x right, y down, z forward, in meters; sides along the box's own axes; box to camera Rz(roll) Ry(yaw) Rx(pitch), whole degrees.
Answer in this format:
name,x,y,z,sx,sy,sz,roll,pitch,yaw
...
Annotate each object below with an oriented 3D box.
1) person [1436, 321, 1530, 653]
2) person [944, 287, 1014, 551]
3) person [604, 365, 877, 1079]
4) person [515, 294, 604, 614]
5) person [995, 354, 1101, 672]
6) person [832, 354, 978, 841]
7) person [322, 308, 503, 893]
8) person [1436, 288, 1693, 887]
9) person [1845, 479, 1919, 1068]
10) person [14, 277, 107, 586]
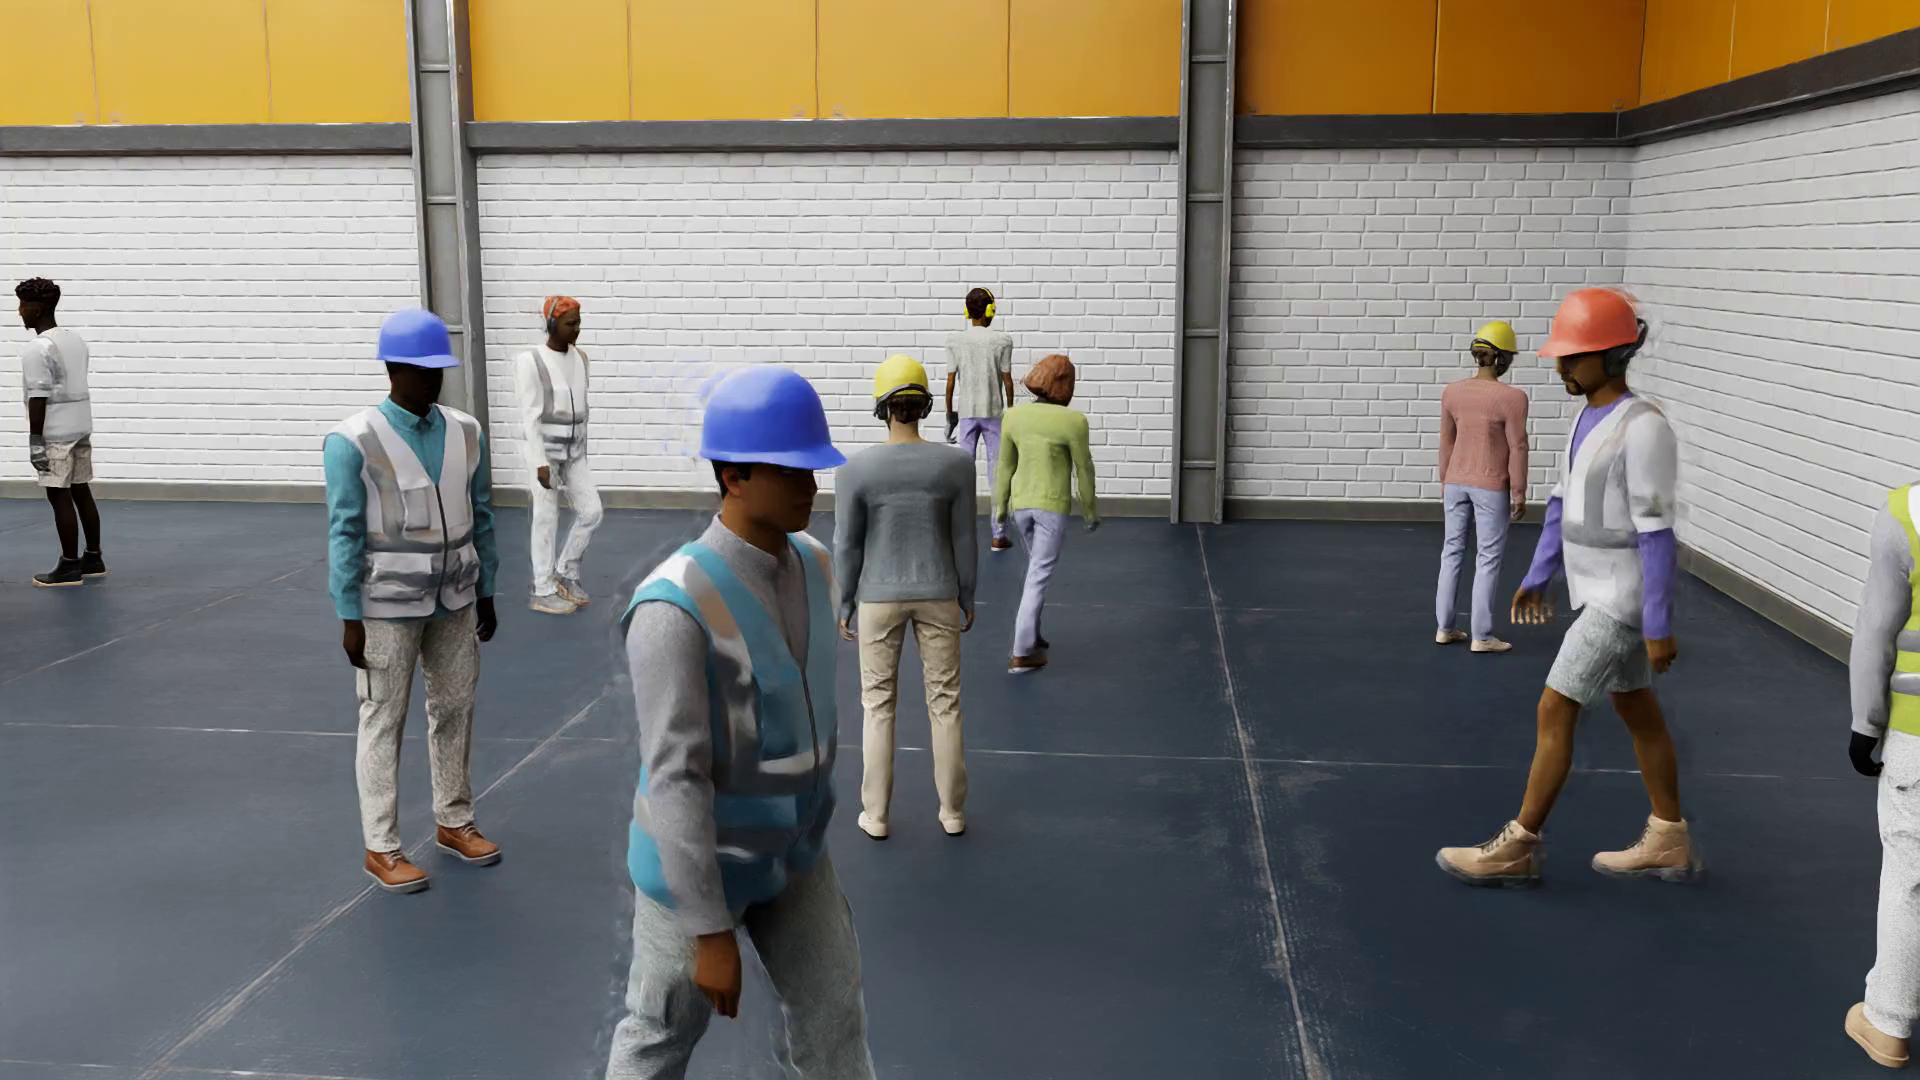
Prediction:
name,x,y,z,sx,sy,sz,roll,pitch,yaw
person,2.773,-0.275,8.811,0.343,1.755,0.531,-8,13,-37
person,0.145,-0.849,11.782,0.518,1.865,0.330,2,10,9
person,-0.380,0.621,3.232,0.974,1.901,0.646,6,11,30
person,-2.329,-0.488,9.706,0.451,1.863,0.596,7,12,33
person,0.452,-0.145,8.499,0.512,1.600,0.646,8,12,37
person,-0.197,0.213,6.016,0.528,1.761,0.340,-2,10,-9
person,-1.809,0.197,5.585,0.421,1.939,0.616,8,12,37
person,2.040,0.178,5.499,0.975,1.989,0.667,1,10,8
person,2.616,0.478,4.273,0.626,1.836,0.430,3,10,14
person,-5.721,-0.679,10.550,0.372,1.962,0.606,0,10,-1
